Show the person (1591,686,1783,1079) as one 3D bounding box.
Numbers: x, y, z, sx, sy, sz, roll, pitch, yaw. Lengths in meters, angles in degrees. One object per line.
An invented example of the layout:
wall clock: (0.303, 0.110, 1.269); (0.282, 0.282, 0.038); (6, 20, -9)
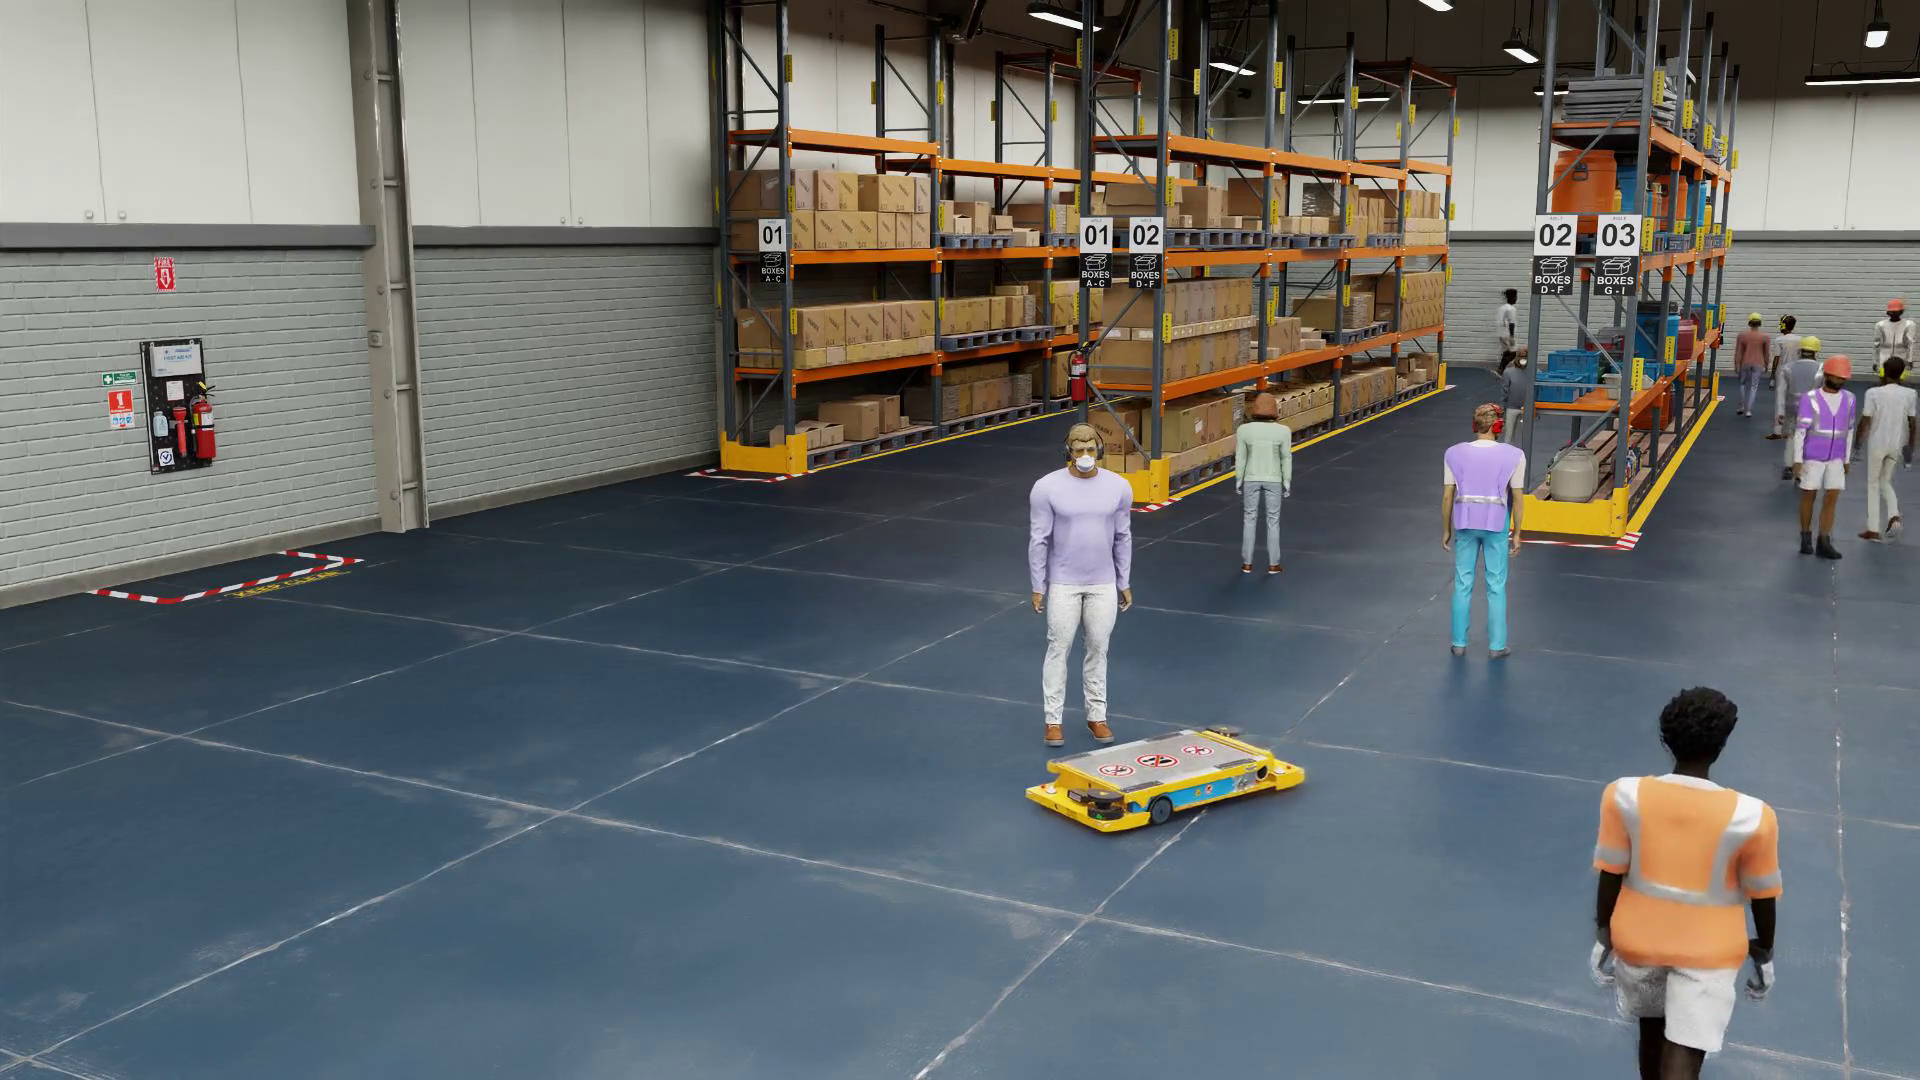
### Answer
person: (2.244, 1.278, 5.192); (0.534, 1.649, 0.908); (7, 13, 35)

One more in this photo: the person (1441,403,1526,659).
person: (3.743, -0.058, 11.950); (0.564, 1.840, 0.397); (5, 12, 26)

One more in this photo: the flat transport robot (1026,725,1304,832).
flat transport robot: (1.122, 1.268, 9.000); (1.431, 0.197, 0.652); (-7, 13, -34)

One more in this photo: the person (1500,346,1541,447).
person: (7.156, -1.657, 21.237); (0.507, 1.630, 0.268); (3, 11, 18)

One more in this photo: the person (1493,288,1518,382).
person: (11.353, -4.237, 34.438); (0.431, 1.946, 0.629); (-1, 10, -4)

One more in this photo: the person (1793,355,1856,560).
person: (8.170, -0.789, 15.721); (0.591, 1.919, 0.555); (0, 10, 1)

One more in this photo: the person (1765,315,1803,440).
person: (12.273, -2.410, 24.736); (0.510, 1.860, 0.348); (-3, 11, -14)

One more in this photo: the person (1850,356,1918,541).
person: (9.171, -0.901, 16.553); (0.542, 1.850, 0.410); (0, 10, -1)

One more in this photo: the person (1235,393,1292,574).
person: (2.729, -0.509, 14.977); (0.507, 1.632, 0.269); (3, 11, 17)

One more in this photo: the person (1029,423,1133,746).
person: (0.723, 0.265, 9.920); (0.637, 1.938, 0.355); (-2, 11, -11)

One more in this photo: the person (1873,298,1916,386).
person: (15.629, -3.052, 27.864); (0.612, 1.999, 1.019); (6, 12, 29)

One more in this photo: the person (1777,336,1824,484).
person: (10.336, -1.583, 20.324); (0.605, 1.814, 0.434); (9, 14, 40)

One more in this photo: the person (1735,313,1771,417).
person: (13.340, -2.955, 28.013); (0.540, 1.729, 0.787); (5, 11, 24)
